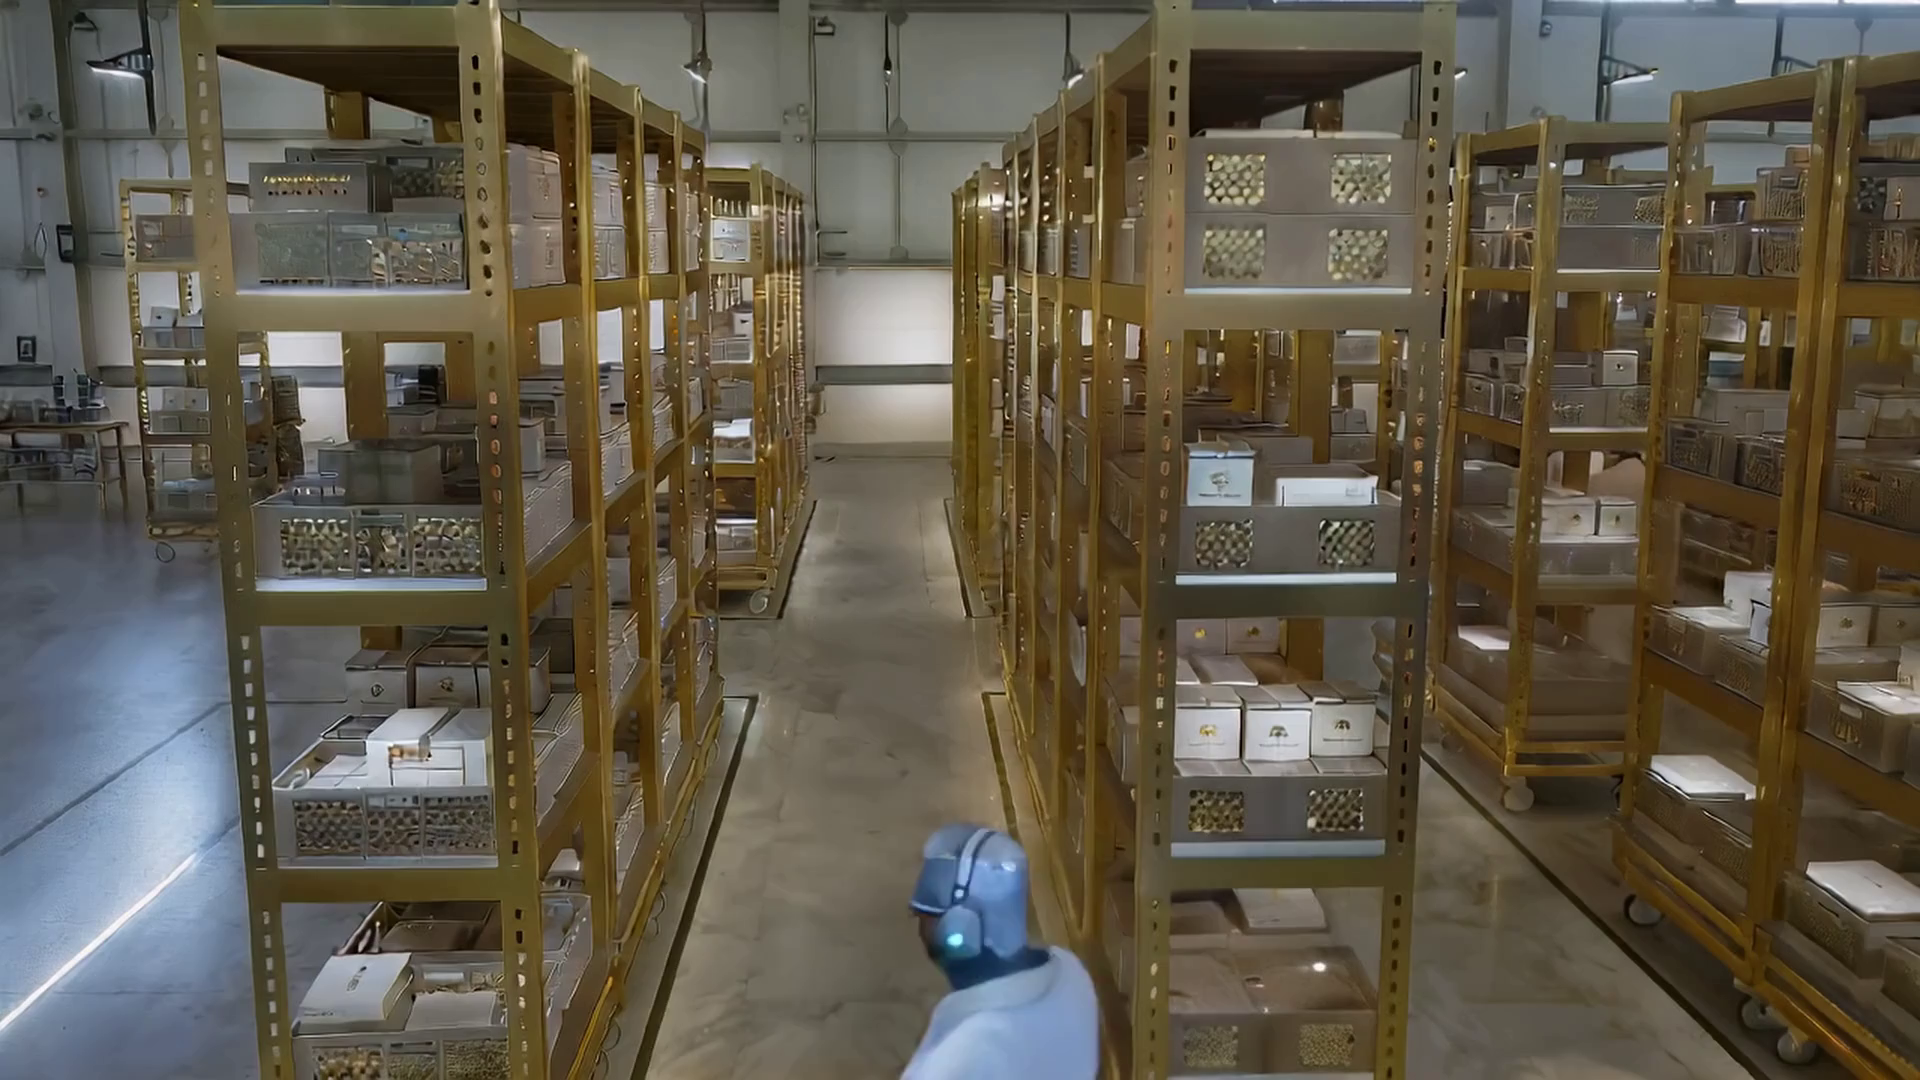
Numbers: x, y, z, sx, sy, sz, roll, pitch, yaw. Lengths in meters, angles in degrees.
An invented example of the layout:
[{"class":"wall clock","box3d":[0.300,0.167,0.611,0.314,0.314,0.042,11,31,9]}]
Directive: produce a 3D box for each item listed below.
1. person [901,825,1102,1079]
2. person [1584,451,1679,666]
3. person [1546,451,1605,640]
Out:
[{"class":"person","box3d":[-0.044,1.470,3.311,0.960,1.855,0.673,4,11,20]},{"class":"person","box3d":[4.090,0.168,10.460,0.647,1.950,0.962,-1,10,-5]},{"class":"person","box3d":[4.425,-0.051,12.050,0.563,1.837,0.388,-7,12,-35]}]
